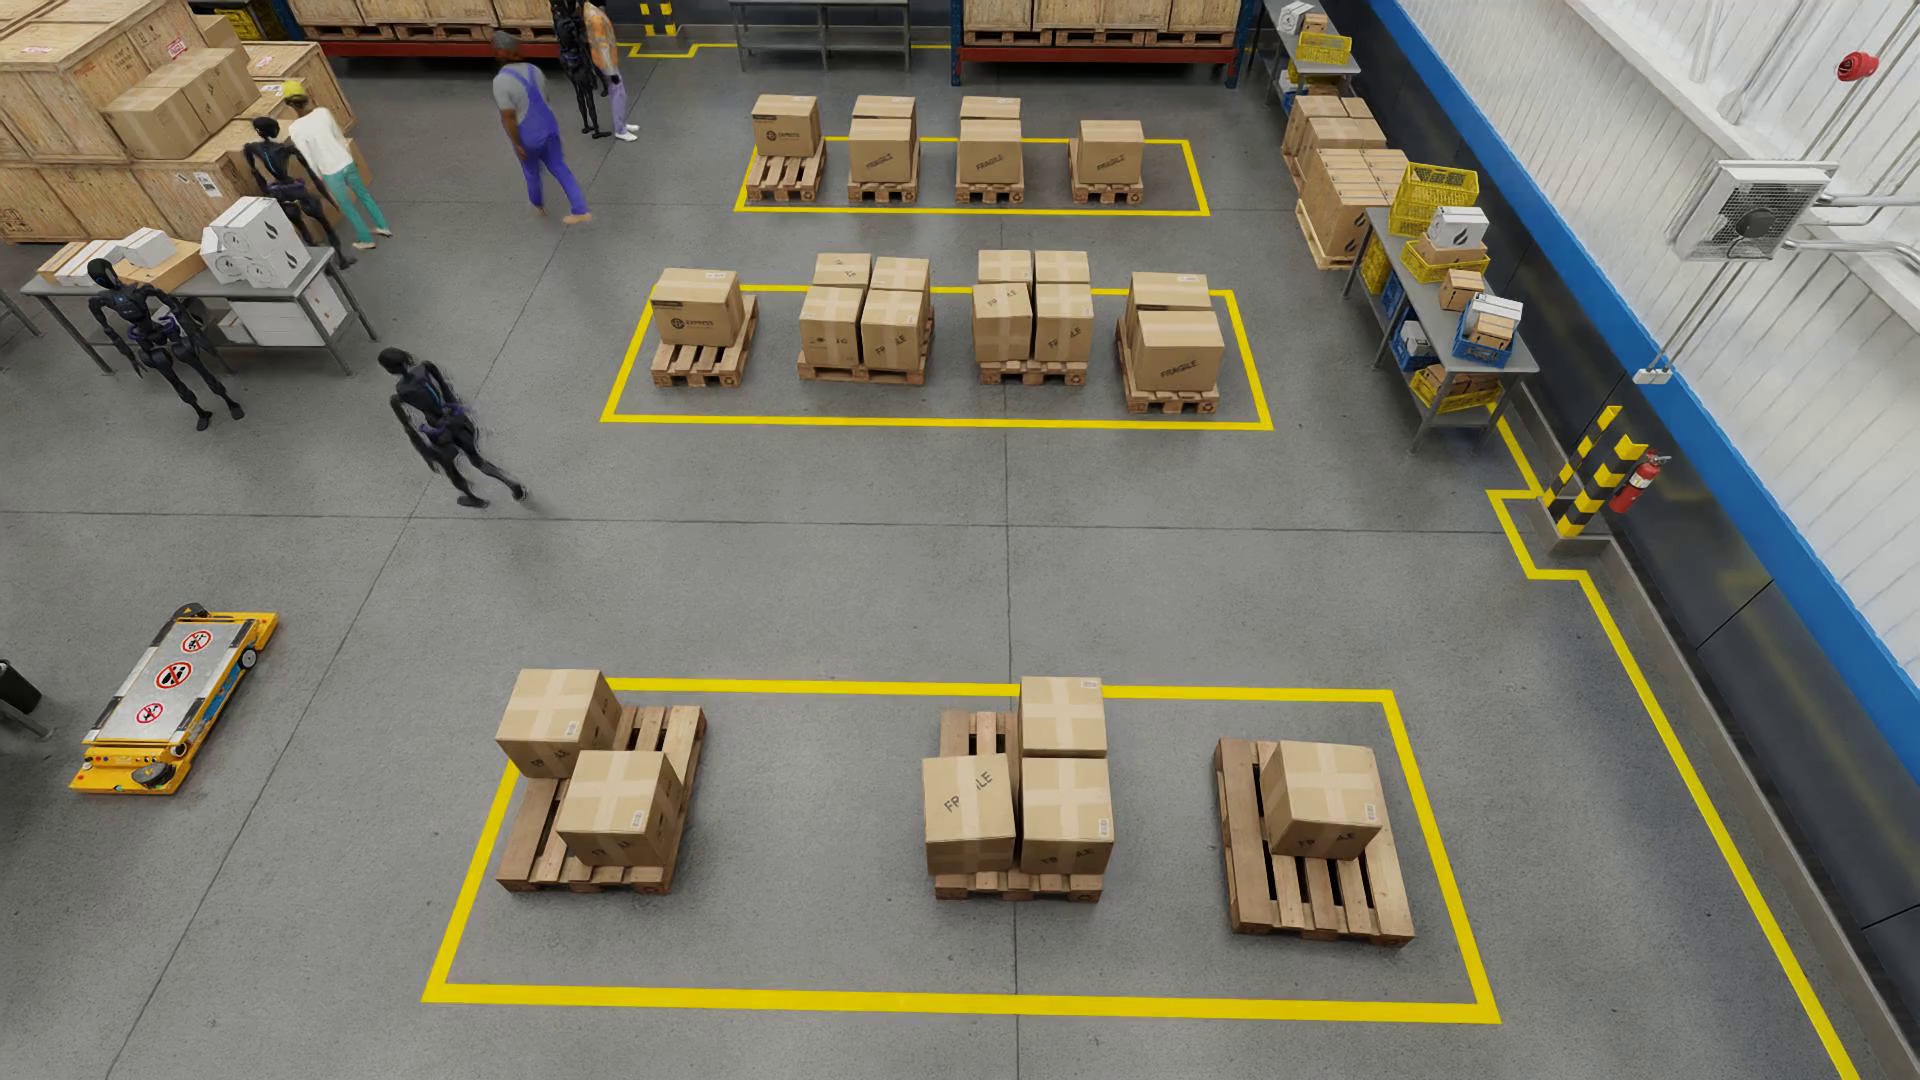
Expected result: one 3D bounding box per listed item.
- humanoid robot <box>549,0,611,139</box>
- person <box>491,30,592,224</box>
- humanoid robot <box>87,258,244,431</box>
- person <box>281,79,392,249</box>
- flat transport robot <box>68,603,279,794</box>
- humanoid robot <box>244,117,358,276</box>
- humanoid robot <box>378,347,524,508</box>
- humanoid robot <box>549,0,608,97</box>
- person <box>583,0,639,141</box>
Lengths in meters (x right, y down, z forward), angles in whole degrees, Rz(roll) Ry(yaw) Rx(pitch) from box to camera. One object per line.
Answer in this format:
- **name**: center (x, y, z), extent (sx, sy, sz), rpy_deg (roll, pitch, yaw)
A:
- **humanoid robot**: center (-4.777, -5.911, 11.437), extent (0.321, 1.657, 0.606), rpy_deg (-37, 59, -27)
- **person**: center (-4.673, -4.488, 10.005), extent (0.856, 2.000, 0.718), rpy_deg (26, 55, 21)
- **humanoid robot**: center (-6.809, -1.662, 7.841), extent (0.614, 1.657, 0.308), rpy_deg (-24, 54, -19)
- **person**: center (-6.653, -3.967, 9.745), extent (0.331, 1.763, 0.546), rpy_deg (18, 52, 14)
- **flat transport robot**: center (-5.504, 1.072, 6.442), extent (0.652, 0.197, 1.431), rpy_deg (1, 50, 1)
- **humanoid robot**: center (-6.831, -3.513, 9.436), extent (0.610, 1.647, 0.367), rpy_deg (-13, 51, -11)
- **humanoid robot**: center (-3.964, -0.842, 7.170), extent (0.552, 1.642, 0.577), rpy_deg (14, 51, 11)
- **humanoid robot**: center (-5.090, -6.772, 12.173), extent (0.569, 1.648, 0.345), rpy_deg (13, 51, 11)
- **person**: center (-4.319, -5.942, 11.332), extent (0.434, 1.902, 0.613), rpy_deg (-18, 52, -15)
